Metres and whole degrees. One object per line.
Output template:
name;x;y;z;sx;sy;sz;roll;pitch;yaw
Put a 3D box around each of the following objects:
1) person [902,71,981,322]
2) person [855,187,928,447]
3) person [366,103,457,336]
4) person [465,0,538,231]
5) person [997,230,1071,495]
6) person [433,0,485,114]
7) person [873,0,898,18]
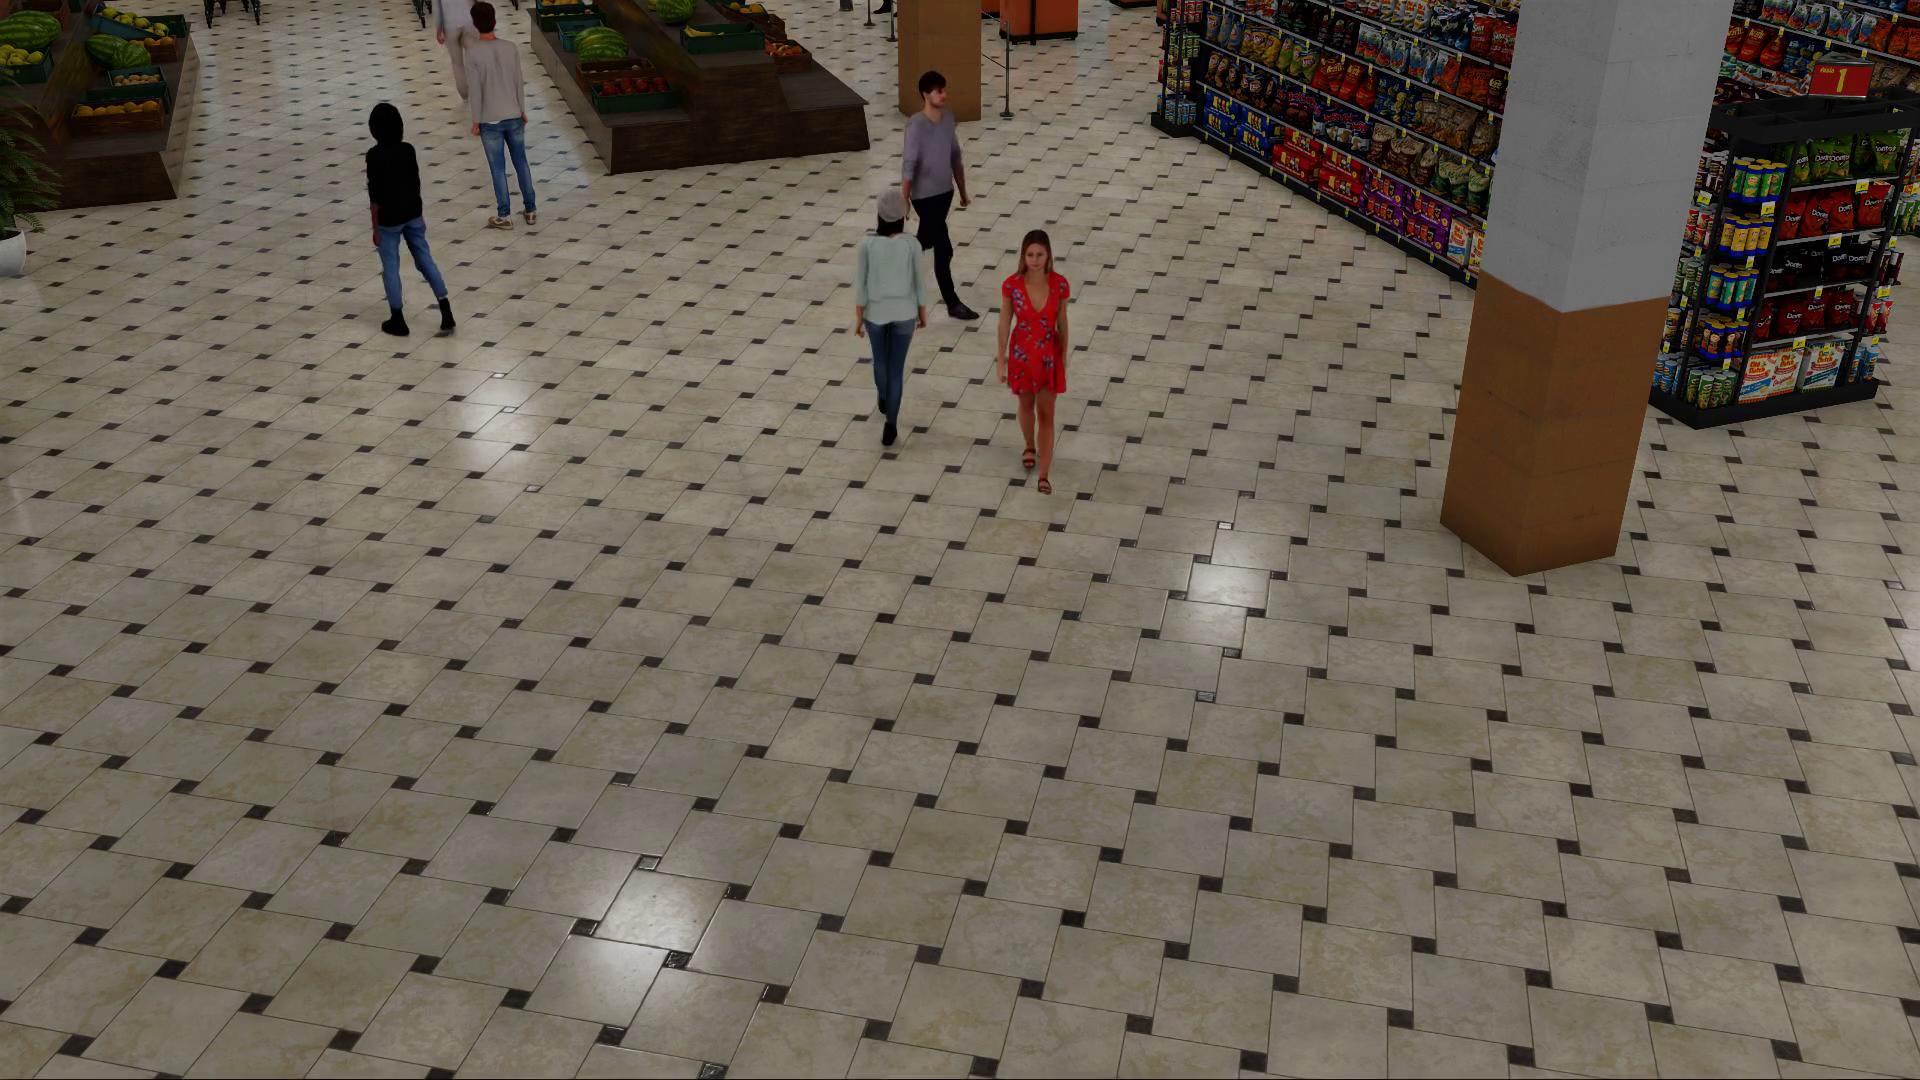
person;-0.280;-2.574;12.431;1.291;1.799;1.118;20;34;31
person;-0.438;-1.374;10.421;0.826;1.618;1.044;0;29;1
person;-4.032;-2.313;12.045;0.875;1.711;0.776;20;34;32
person;-3.929;-3.617;14.235;0.728;1.901;0.687;-19;34;-31
person;0.453;-1.119;10.013;0.818;1.562;1.050;1;29;2
person;-5.274;-5.401;17.602;0.772;1.806;1.260;-7;30;-13
person;-0.910;-8.030;22.379;0.746;1.841;0.875;21;35;33
